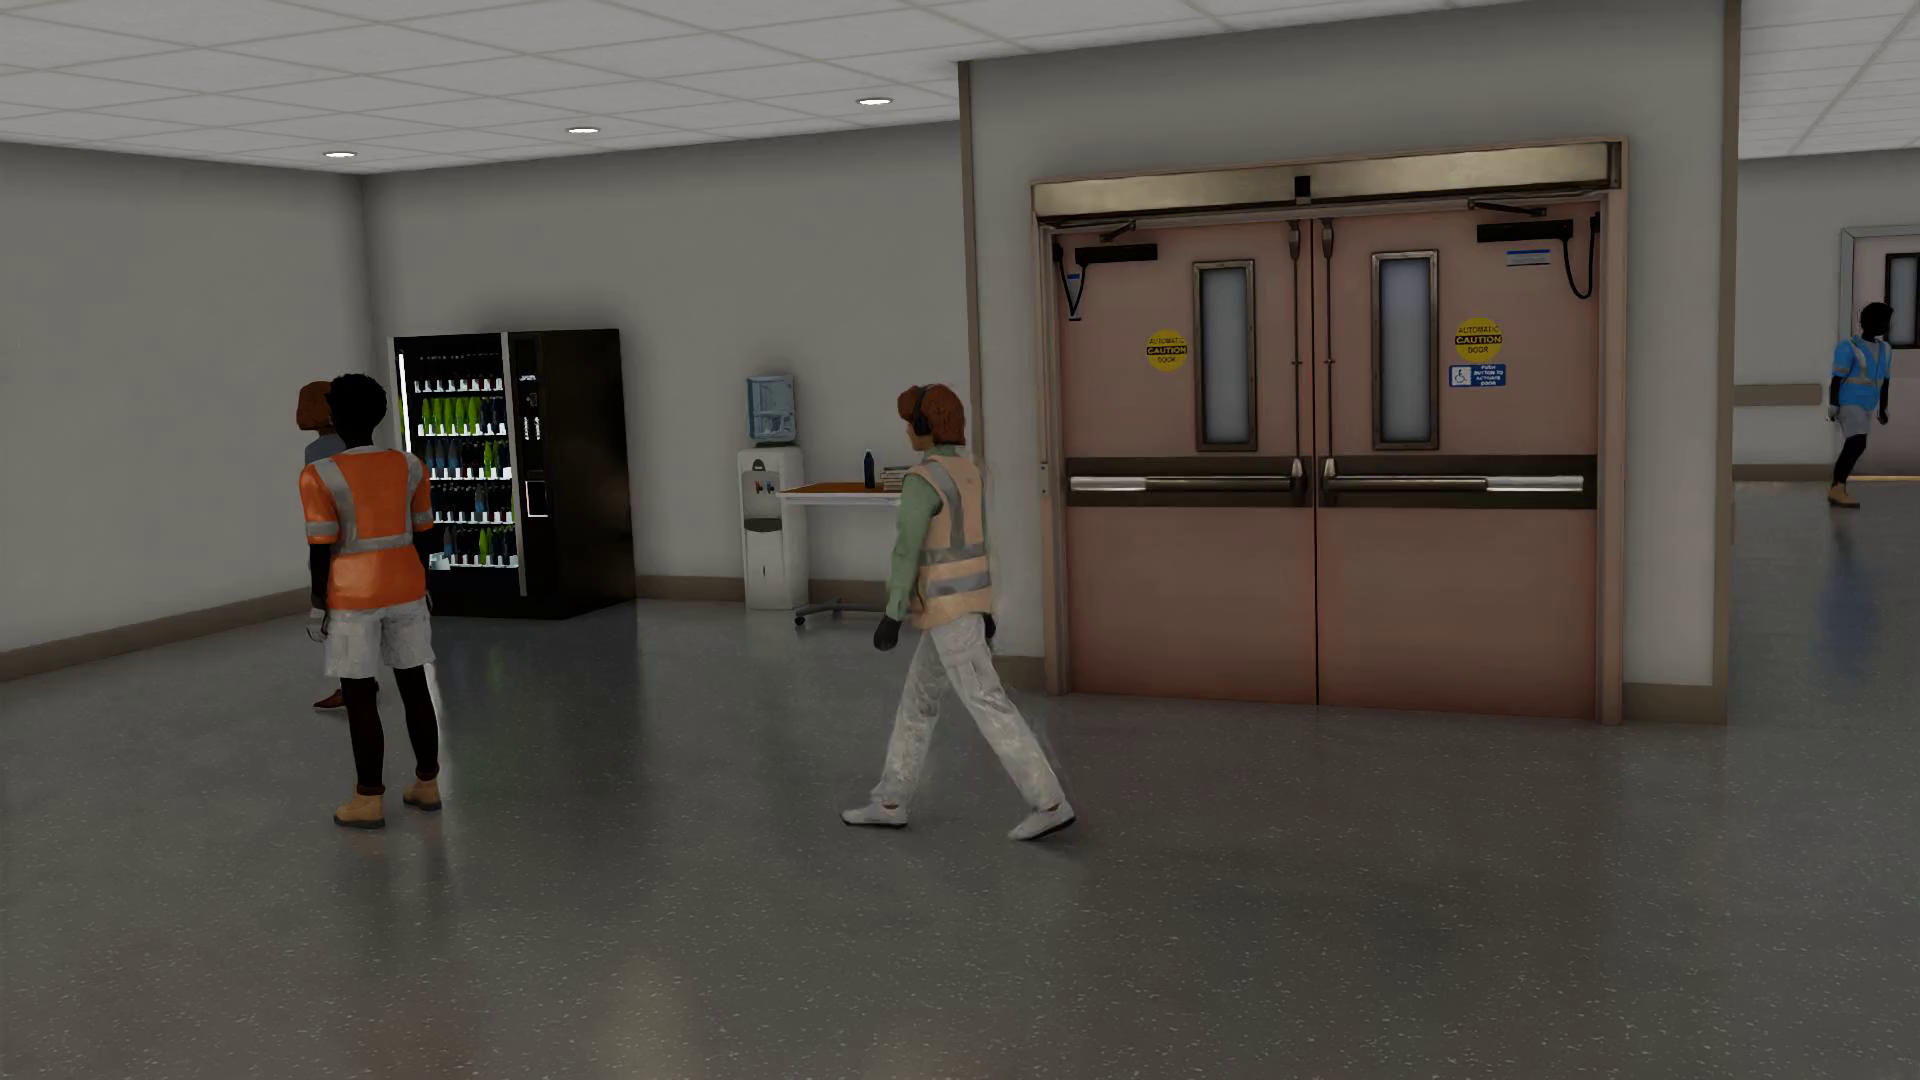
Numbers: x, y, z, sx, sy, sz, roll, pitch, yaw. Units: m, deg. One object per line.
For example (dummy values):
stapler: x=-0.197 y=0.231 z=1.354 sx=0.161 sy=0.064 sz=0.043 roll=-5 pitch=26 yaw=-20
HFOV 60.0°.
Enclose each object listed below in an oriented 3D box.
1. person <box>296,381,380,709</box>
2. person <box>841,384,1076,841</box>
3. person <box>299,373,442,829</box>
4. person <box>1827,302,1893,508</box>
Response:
person: x=-3.125 y=0.022 z=8.330 sx=0.279 sy=1.633 sz=0.505 roll=-2 pitch=7 yaw=1
person: x=-0.015 y=0.253 z=5.762 sx=0.880 sy=1.590 sz=0.504 roll=0 pitch=8 yaw=16
person: x=-2.205 y=0.225 z=6.244 sx=0.315 sy=1.696 sz=0.540 roll=3 pitch=9 yaw=38
person: x=7.277 y=-1.083 z=13.472 sx=0.529 sy=1.664 sz=0.433 roll=-6 pitch=8 yaw=-28
